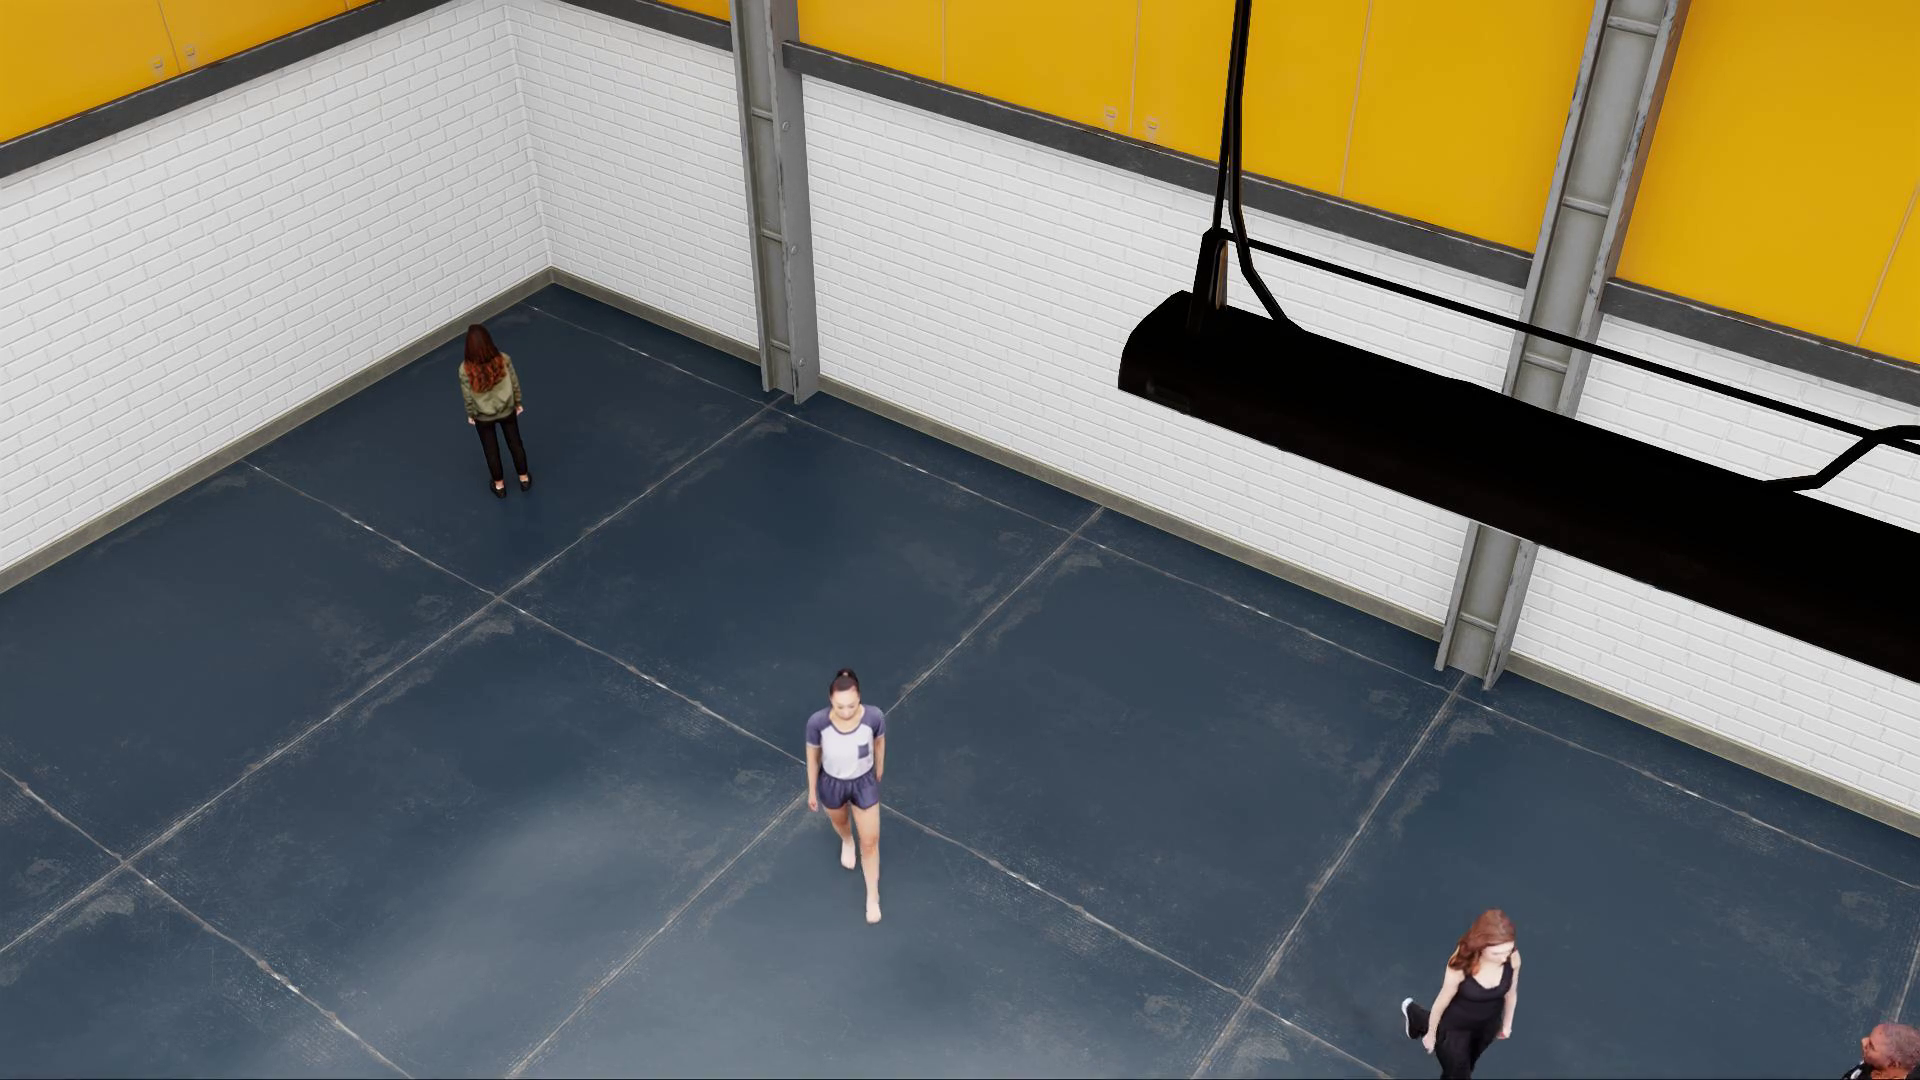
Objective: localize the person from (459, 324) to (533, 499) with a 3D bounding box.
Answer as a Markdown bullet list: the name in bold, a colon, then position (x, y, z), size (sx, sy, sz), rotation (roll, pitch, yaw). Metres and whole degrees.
- **person**: position (-3.503, -0.977, 12.515), size (0.657, 1.475, 0.663), rotation (-17, 41, -20)

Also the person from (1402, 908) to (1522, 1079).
- **person**: position (2.453, 2.299, 8.216), size (0.974, 1.721, 1.098), rotation (-15, 41, -18)

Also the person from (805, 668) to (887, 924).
- **person**: position (-0.653, 1.333, 9.507), size (0.975, 1.620, 0.993), rotation (-1, 39, -2)
